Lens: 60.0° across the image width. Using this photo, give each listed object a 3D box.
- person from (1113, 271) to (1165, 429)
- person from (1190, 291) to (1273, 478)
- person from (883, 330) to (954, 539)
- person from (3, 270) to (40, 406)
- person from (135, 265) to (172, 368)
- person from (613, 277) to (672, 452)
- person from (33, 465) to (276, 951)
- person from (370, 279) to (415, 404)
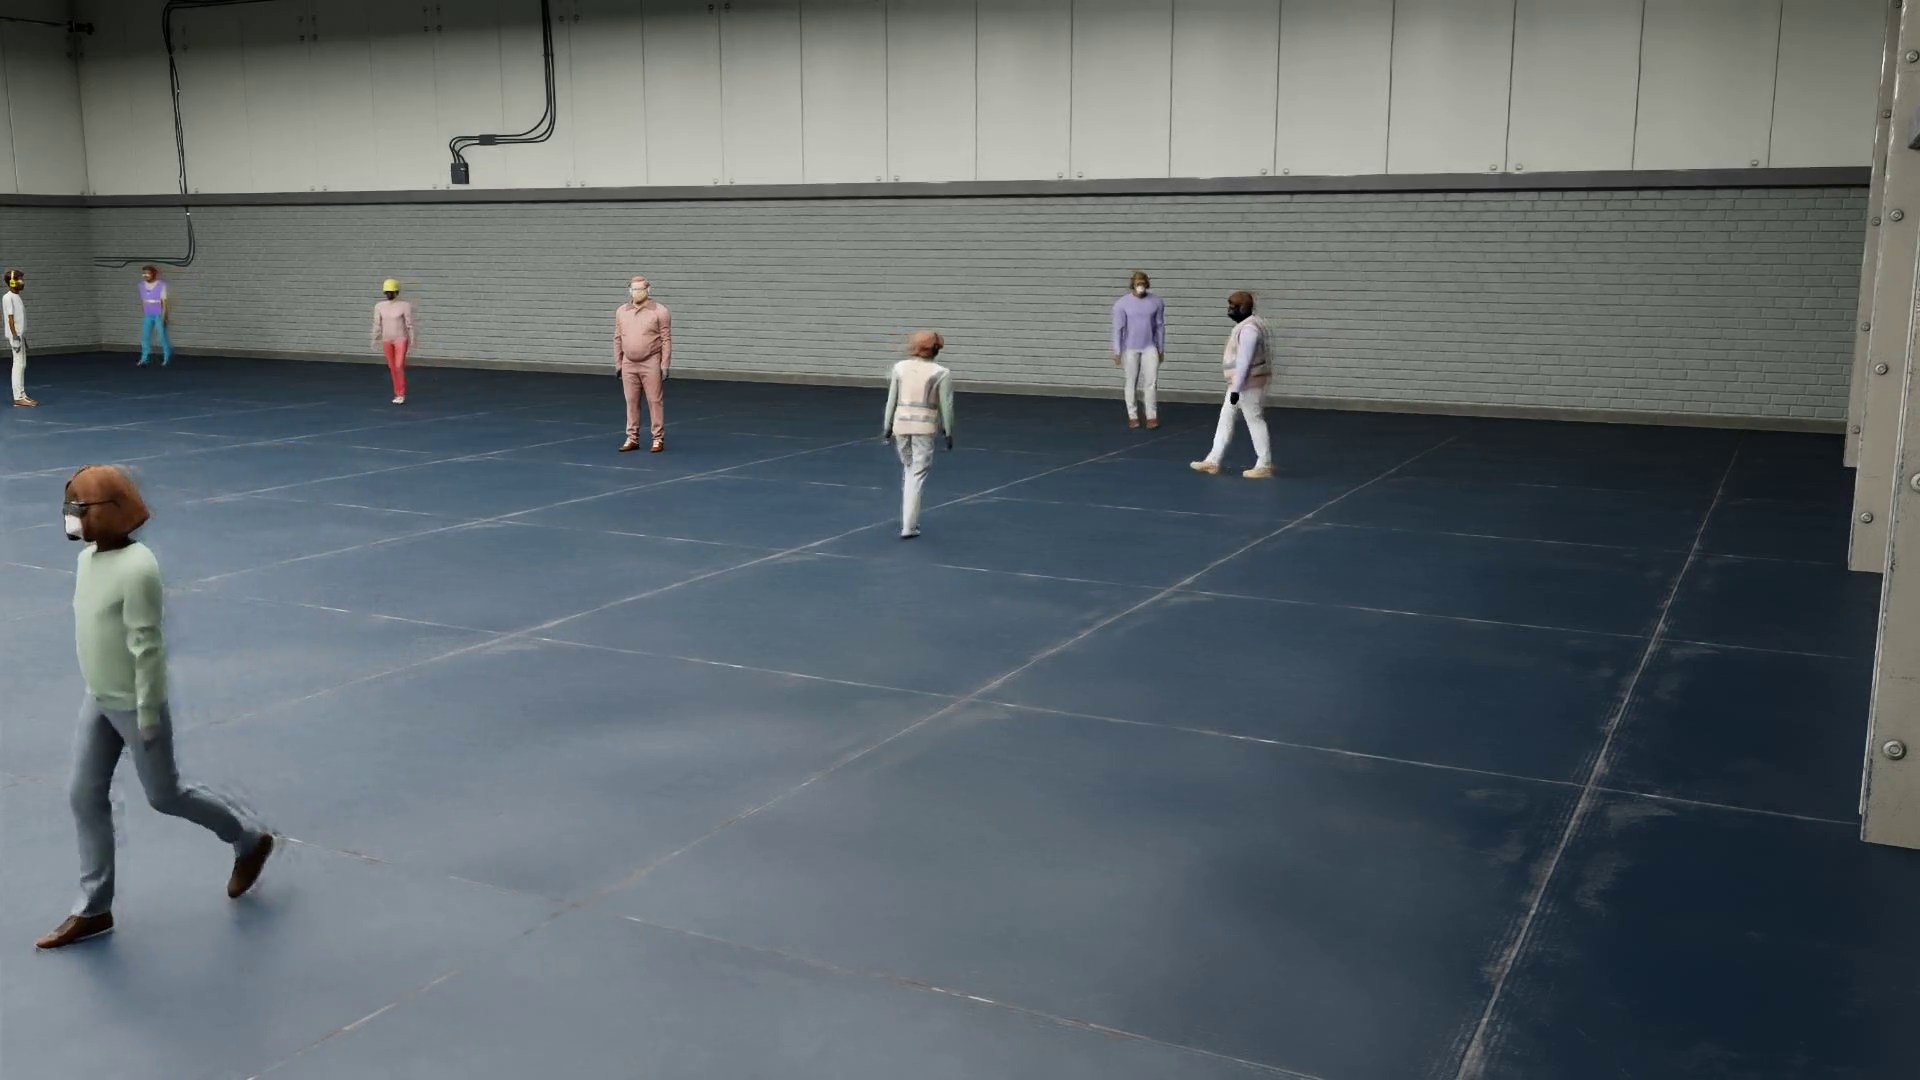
[{"bbox_3d":[2.188,-2.277,20.109,0.662,1.907,0.857,-1,10,-7],"label":"person"},{"bbox_3d":[2.656,-1.498,16.153,0.889,1.801,0.653,0,10,2],"label":"person"},{"bbox_3d":[-0.301,-0.828,13.002,0.536,1.606,0.611,5,12,26],"label":"person"},{"bbox_3d":[-13.001,-2.783,22.994,0.323,1.868,0.530,-4,11,-19],"label":"person"},{"bbox_3d":[-14.340,-3.946,29.483,0.584,1.805,0.865,2,11,12],"label":"person"},{"bbox_3d":[-3.465,-1.901,18.079,0.655,1.905,0.407,2,11,13],"label":"person"},{"bbox_3d":[-2.767,0.529,5.639,0.504,1.603,0.765,8,13,38],"label":"person"},{"bbox_3d":[-7.921,-2.757,23.194,0.538,1.740,0.715,1,10,6],"label":"person"}]
